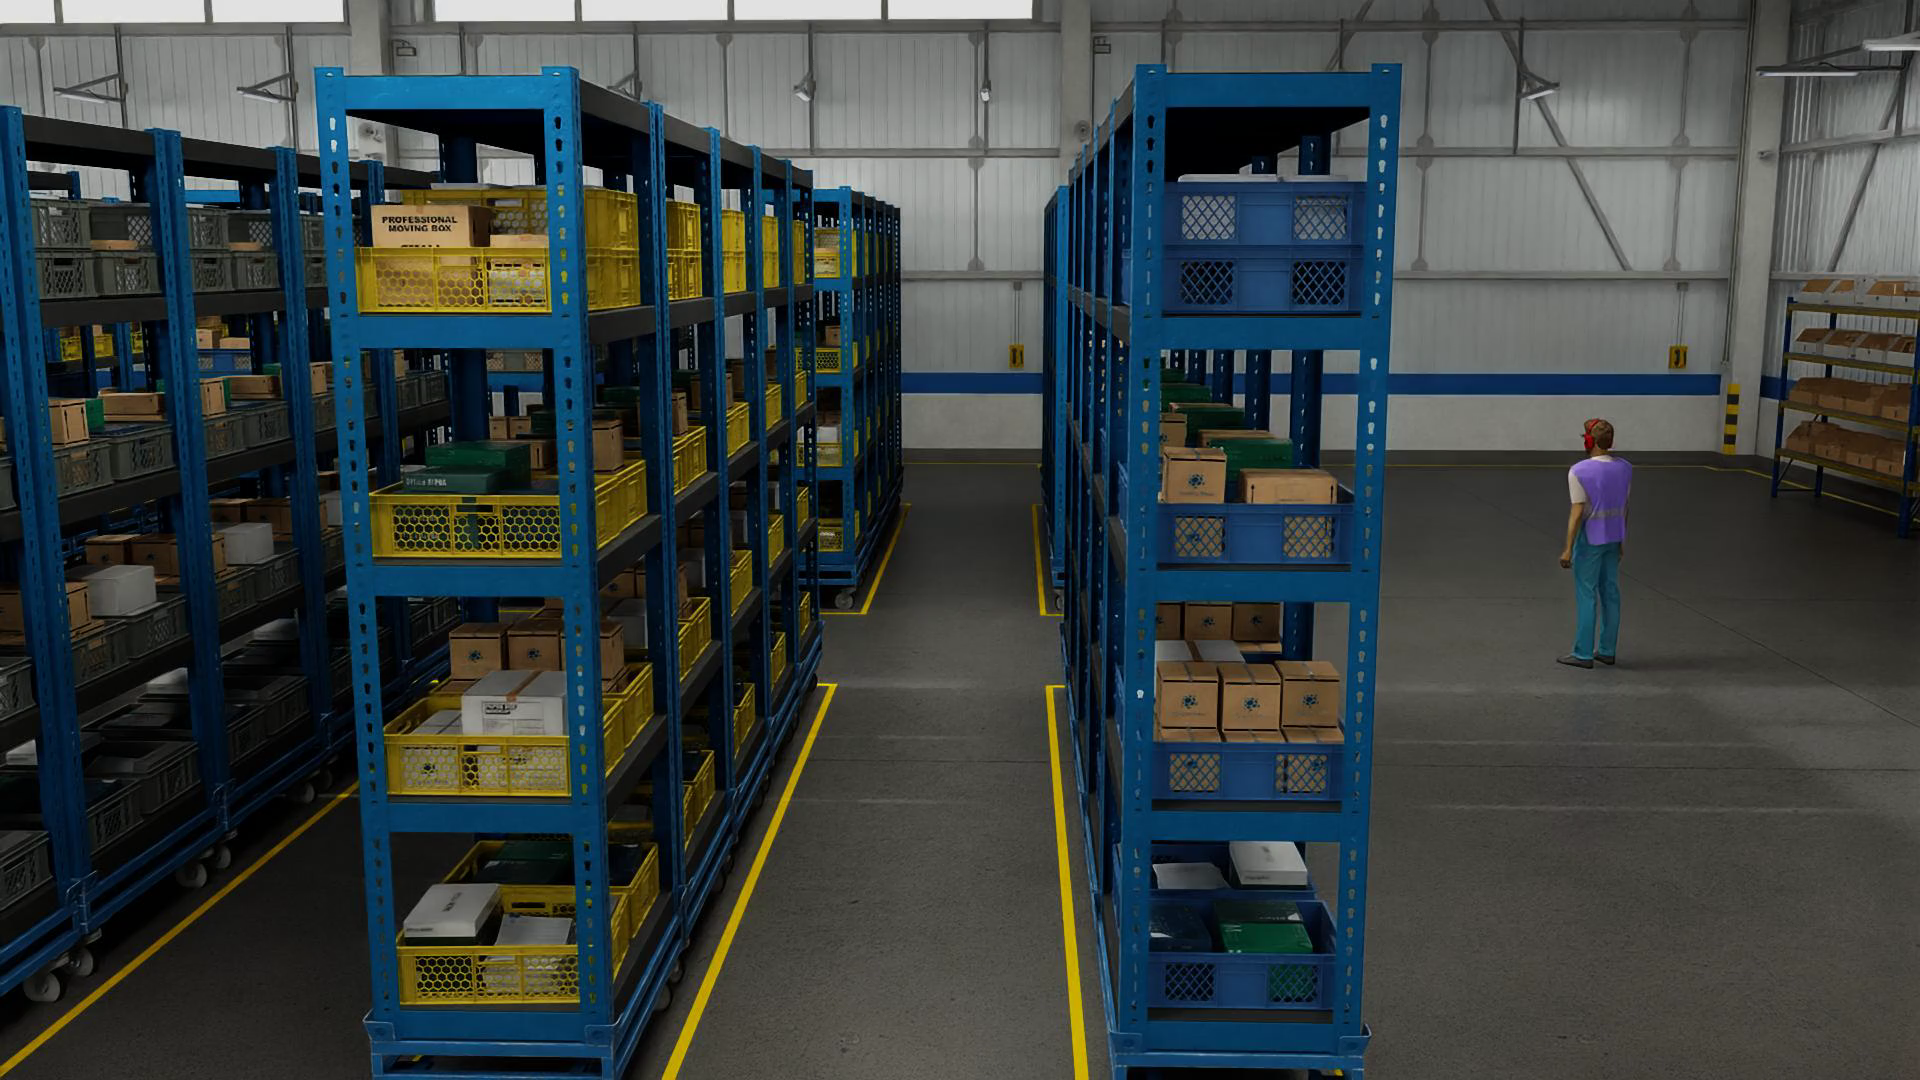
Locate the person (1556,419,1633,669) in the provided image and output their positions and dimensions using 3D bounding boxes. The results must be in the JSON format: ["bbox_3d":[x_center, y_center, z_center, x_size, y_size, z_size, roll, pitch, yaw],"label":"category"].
[{"bbox_3d":[4.687,0.033,12.254,0.565,1.847,0.396,-4,11,-24],"label":"person"}]
